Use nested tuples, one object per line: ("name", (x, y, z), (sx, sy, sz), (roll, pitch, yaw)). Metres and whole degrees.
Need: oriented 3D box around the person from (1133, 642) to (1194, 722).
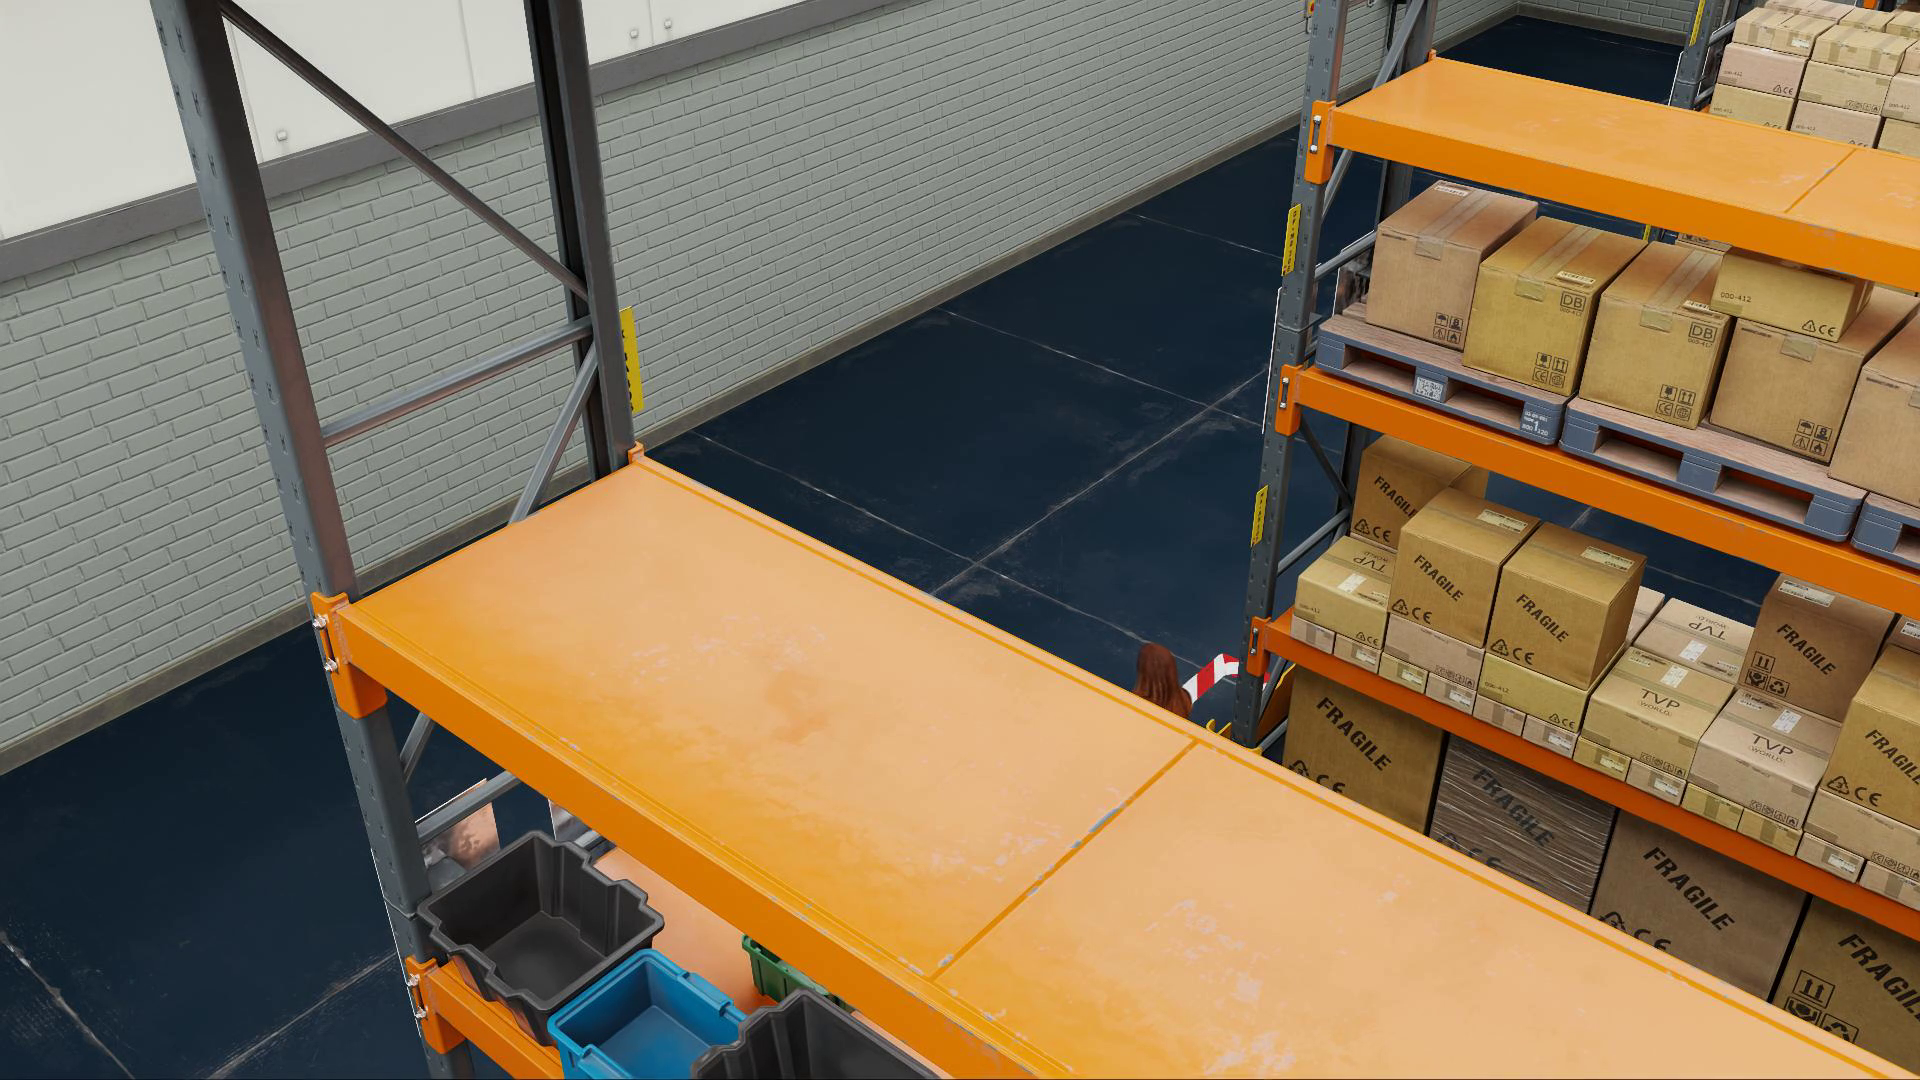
("person", (0.964, 1.231, 8.451), (0.643, 1.702, 0.597), (-21, 39, -29))
